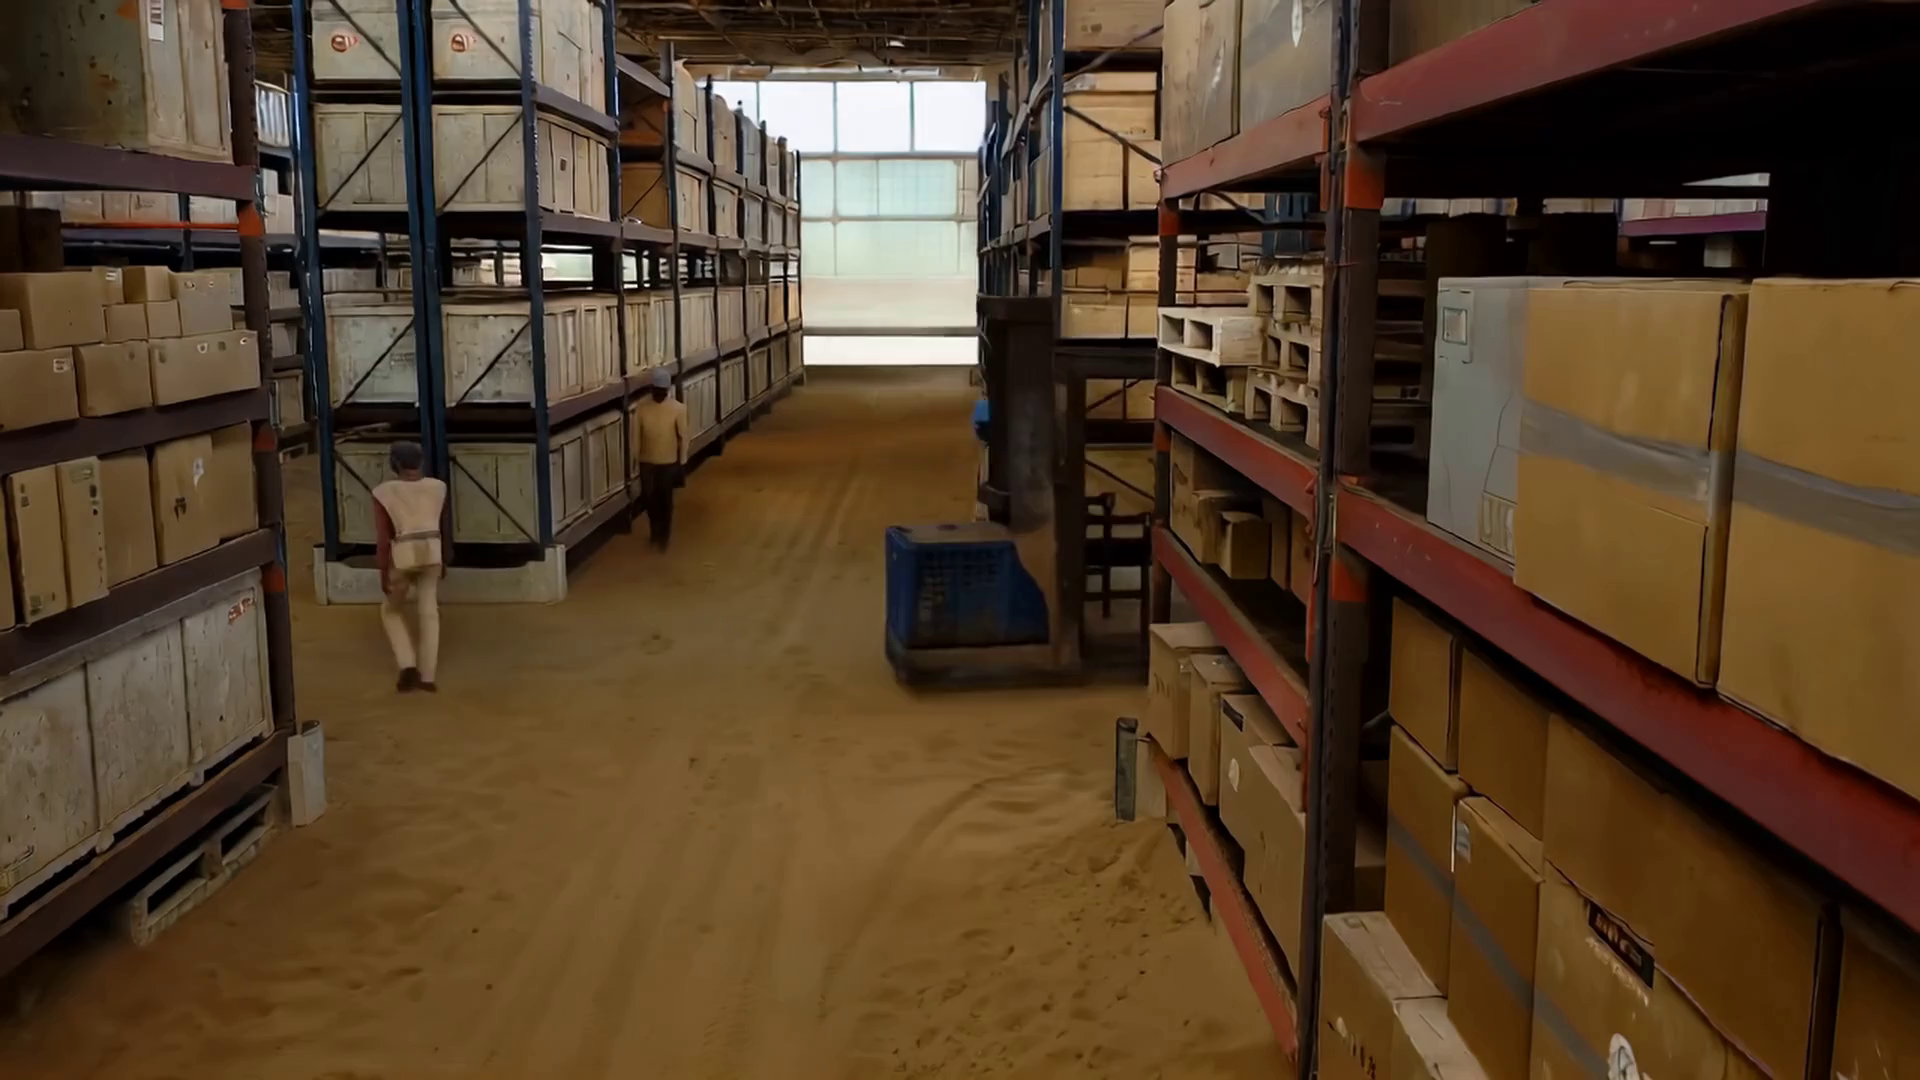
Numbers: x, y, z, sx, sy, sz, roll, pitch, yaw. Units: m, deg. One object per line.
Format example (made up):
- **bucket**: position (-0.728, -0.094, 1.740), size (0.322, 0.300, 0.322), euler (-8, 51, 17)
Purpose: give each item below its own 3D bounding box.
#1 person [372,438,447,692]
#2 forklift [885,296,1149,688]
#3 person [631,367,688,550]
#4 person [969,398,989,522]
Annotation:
- **person**: position (-3.915, 0.190, 11.899), size (0.558, 1.832, 0.447), euler (-8, 12, -40)
- **forklift**: position (0.423, -0.408, 12.359), size (1.873, 2.768, 1.129), euler (-2, 9, -11)
- **person**: position (-3.245, -0.877, 17.969), size (0.630, 1.979, 0.469), euler (0, 9, 1)
- **person**: position (0.354, -0.116, 13.210), size (0.781, 2.019, 0.615), euler (1, 9, 4)
